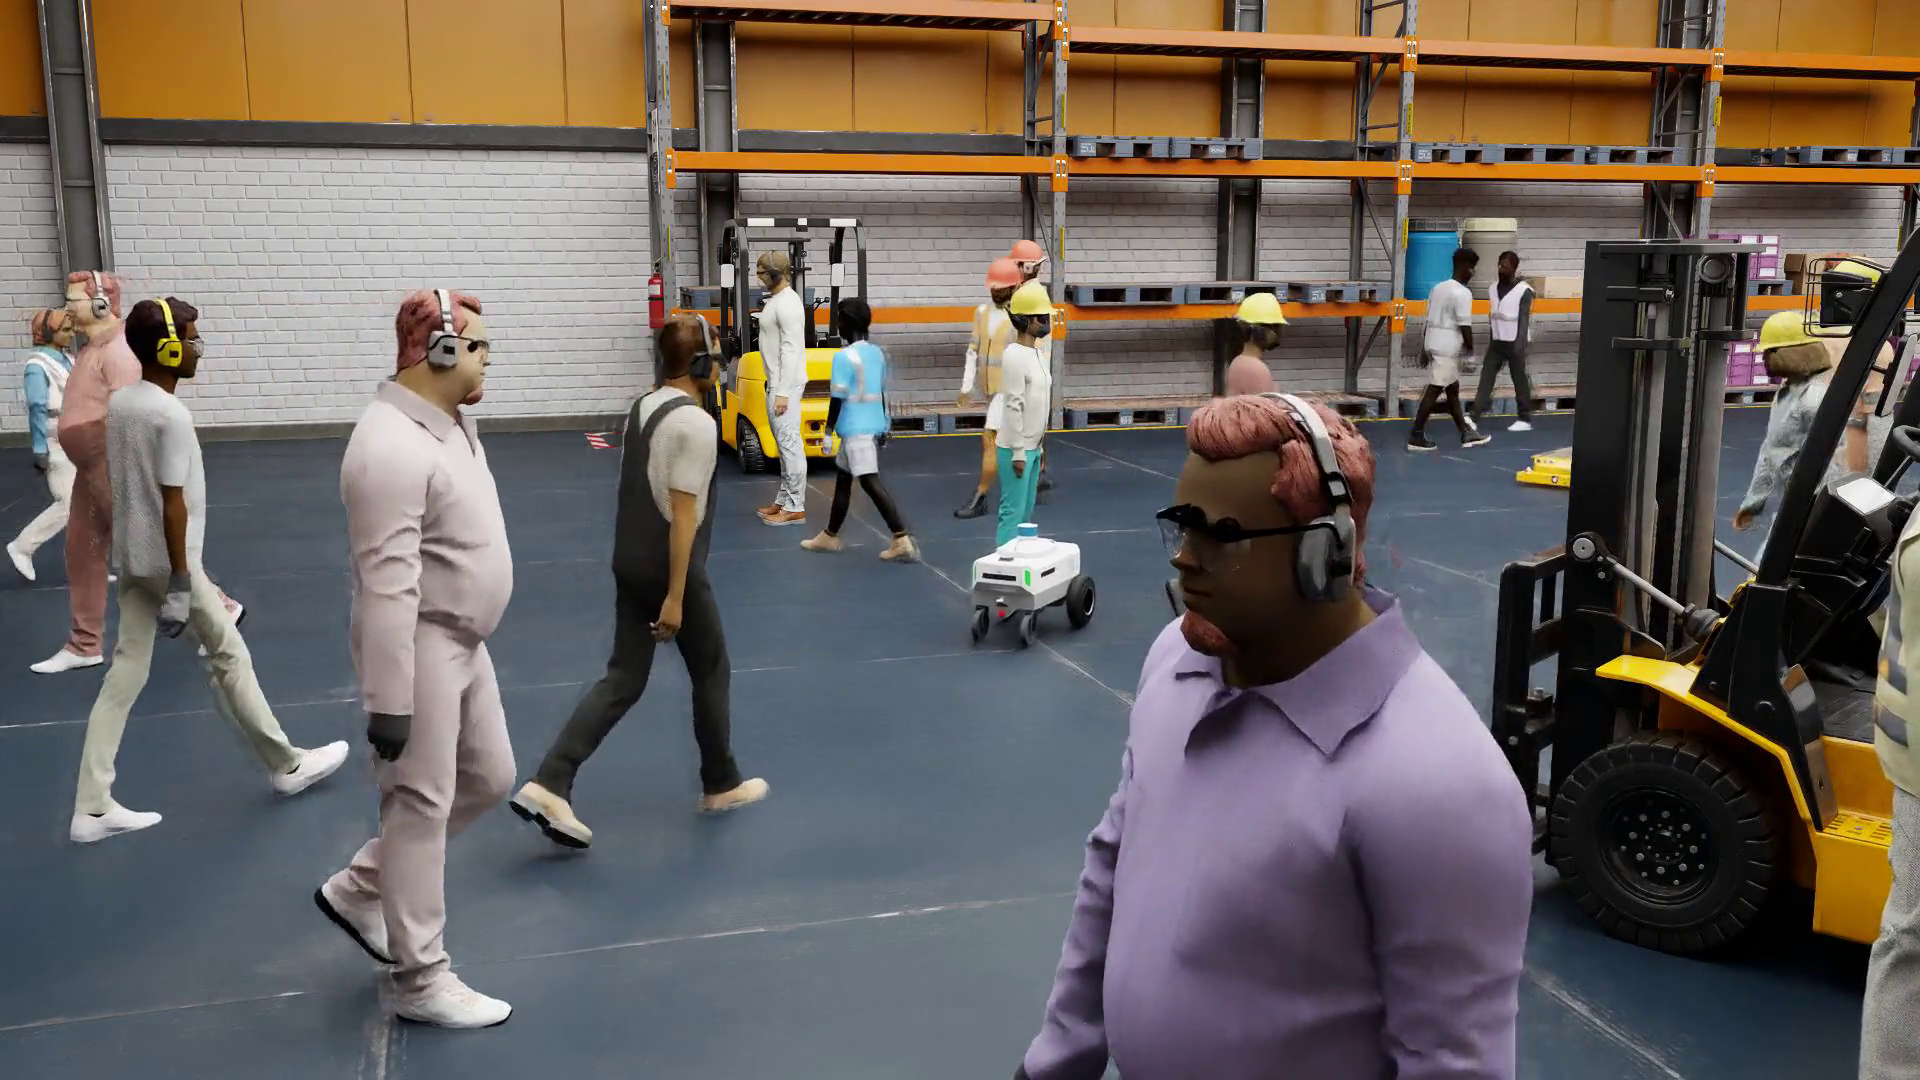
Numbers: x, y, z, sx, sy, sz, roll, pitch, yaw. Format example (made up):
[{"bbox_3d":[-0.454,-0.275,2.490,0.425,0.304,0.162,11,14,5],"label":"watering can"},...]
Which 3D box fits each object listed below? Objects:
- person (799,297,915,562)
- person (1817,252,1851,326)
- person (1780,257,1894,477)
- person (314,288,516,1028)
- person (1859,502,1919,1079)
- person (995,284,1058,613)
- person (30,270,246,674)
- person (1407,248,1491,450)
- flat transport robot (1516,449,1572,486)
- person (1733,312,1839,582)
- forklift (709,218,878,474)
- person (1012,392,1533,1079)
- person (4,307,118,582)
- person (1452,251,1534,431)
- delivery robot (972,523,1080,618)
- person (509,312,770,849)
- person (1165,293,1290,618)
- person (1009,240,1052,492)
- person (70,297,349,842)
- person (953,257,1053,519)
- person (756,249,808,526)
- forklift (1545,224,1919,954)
[{"bbox_3d":[-0.628,-0.689,10.416,0.862,1.654,0.543,4,11,22],"label":"person"},{"bbox_3d":[7.992,-1.678,15.207,0.358,1.881,0.574,4,11,19],"label":"person"},{"bbox_3d":[4.192,-0.379,7.959,0.368,1.926,0.594,-4,11,-20],"label":"person"},{"bbox_3d":[-1.410,0.305,4.307,0.506,1.891,0.721,-1,10,-4],"label":"person"},{"bbox_3d":[2.166,0.484,3.523,0.593,1.824,0.403,-9,14,-41],"label":"person"},{"bbox_3d":[0.366,-0.499,9.061,0.325,1.769,0.524,3,11,17],"label":"person"},{"bbox_3d":[-3.916,-0.326,7.821,0.881,1.875,0.651,-8,13,-39],"label":"person"},{"bbox_3d":[4.687,-1.792,15.737,0.939,1.907,0.620,-1,10,-8],"label":"person"},{"bbox_3d":[5.249,-0.622,13.834,0.652,0.197,1.431,9,14,42],"label":"flat transport robot"},{"bbox_3d":[3.545,-0.123,7.192,0.800,1.704,0.475,3,11,16],"label":"person"},{"bbox_3d":[-1.522,-1.778,14.899,1.214,2.155,2.313,-3,11,-17],"label":"forklift"},{"bbox_3d":[0.365,0.739,2.050,1.014,1.853,0.657,-3,11,-16],"label":"person"},{"bbox_3d":[-5.229,-0.527,9.610,0.459,1.627,0.520,-1,10,-6],"label":"person"},{"bbox_3d":[5.605,-2.034,17.196,1.003,1.862,0.623,-5,12,-27],"label":"person"},{"bbox_3d":[0.344,0.160,8.502,0.477,0.478,0.707,5,12,26],"label":"delivery robot"},{"bbox_3d":[-1.089,0.133,5.601,0.947,1.788,0.529,-10,14,-44],"label":"person"},{"bbox_3d":[1.411,-0.371,8.392,0.651,1.748,0.536,0,10,1],"label":"person"},{"bbox_3d":[0.537,-1.372,13.222,0.377,1.995,0.608,0,10,-2],"label":"person"},{"bbox_3d":[-2.680,0.082,5.747,0.513,1.819,0.976,7,13,35],"label":"person"},{"bbox_3d":[0.369,-1.118,12.145,0.985,1.886,0.560,-9,14,-41],"label":"person"},{"bbox_3d":[-1.259,-1.069,11.733,0.371,1.933,0.627,-2,11,-11],"label":"person"},{"bbox_3d":[2.909,0.117,4.508,2.313,2.155,1.214,9,14,40],"label":"forklift"}]
